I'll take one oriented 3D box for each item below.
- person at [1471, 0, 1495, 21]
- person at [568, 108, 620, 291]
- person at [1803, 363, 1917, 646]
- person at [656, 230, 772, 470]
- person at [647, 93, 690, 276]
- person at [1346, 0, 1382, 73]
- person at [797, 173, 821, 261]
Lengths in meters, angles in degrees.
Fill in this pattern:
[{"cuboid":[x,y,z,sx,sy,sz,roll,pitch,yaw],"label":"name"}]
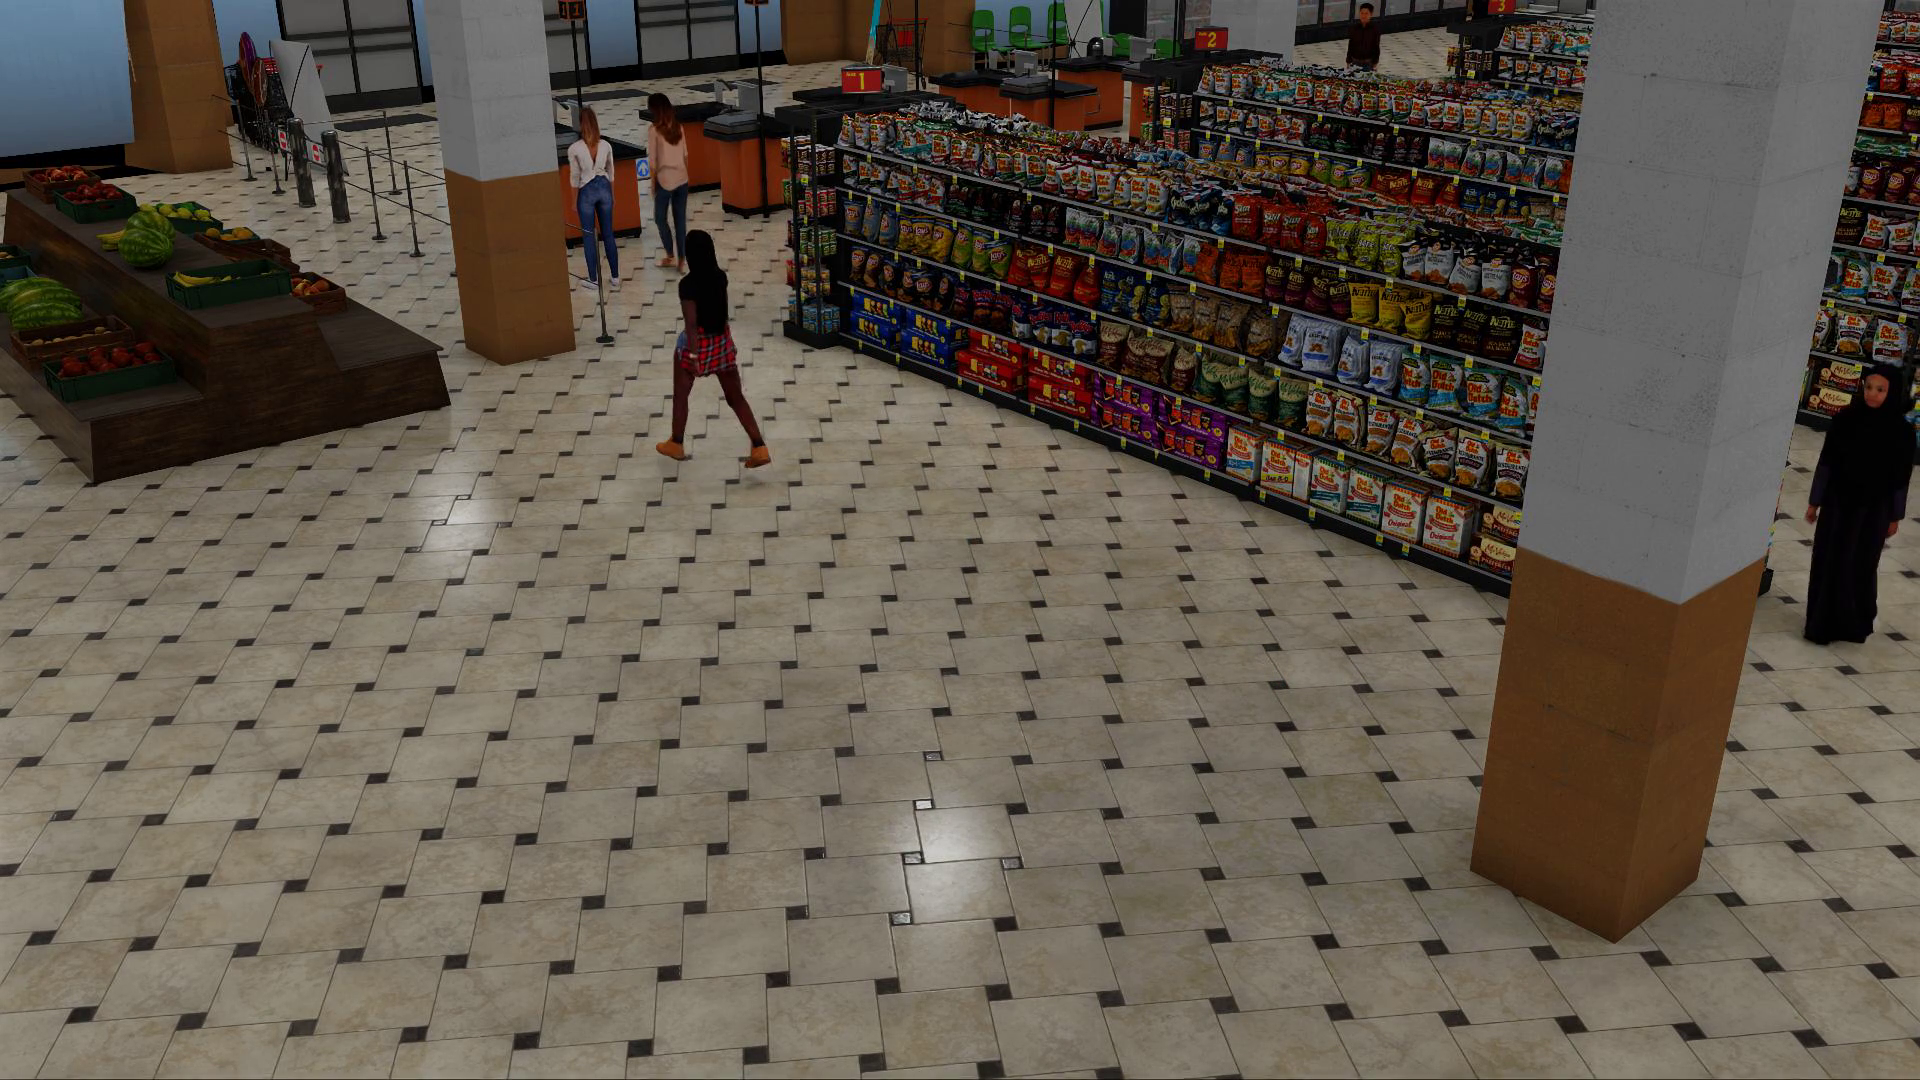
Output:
[{"cuboid":[9.138,-8.982,29.095,0.605,1.683,0.757,14,27,29],"label":"person"},{"cuboid":[-3.524,-3.293,16.048,0.627,1.720,0.558,-15,28,-31],"label":"person"},{"cuboid":[4.960,-0.205,9.129,0.679,1.609,0.661,-20,30,-38],"label":"person"},{"cuboid":[-1.659,-1.245,11.421,1.262,1.677,0.754,19,30,36],"label":"person"},{"cuboid":[-2.837,-3.507,16.471,0.694,1.773,0.729,-13,27,-27],"label":"person"},{"cuboid":[5.873,-6.899,24.218,0.600,1.778,0.759,11,26,24],"label":"person"},{"cuboid":[-1.486,-3.301,16.587,0.563,1.302,0.646,7,25,16],"label":"person"}]
